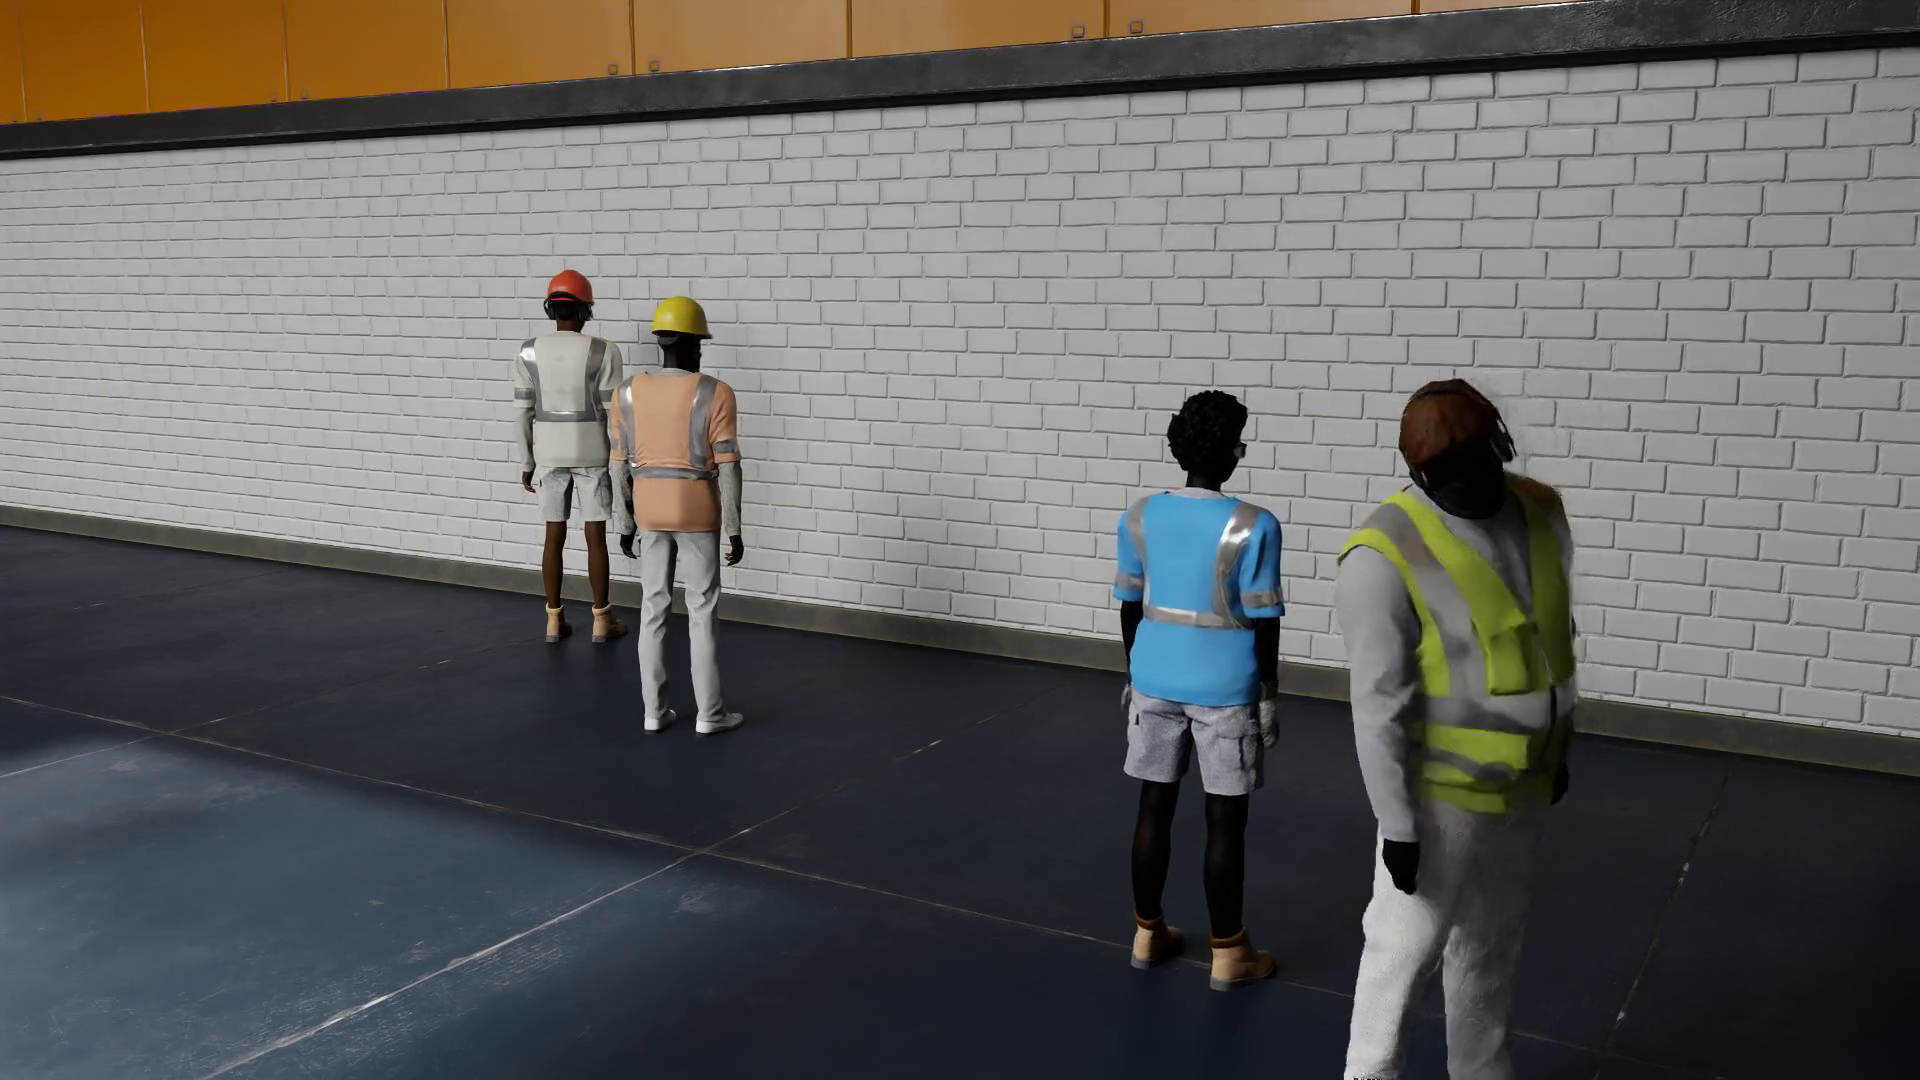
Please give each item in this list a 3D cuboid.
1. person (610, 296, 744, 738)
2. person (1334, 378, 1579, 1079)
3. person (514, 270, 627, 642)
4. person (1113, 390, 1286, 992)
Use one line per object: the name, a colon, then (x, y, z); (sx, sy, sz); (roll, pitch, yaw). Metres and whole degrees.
person: (-1.223, -0.098, 7.296); (0.593, 1.922, 0.383); (2, 9, 14)
person: (1.142, 0.541, 3.711); (0.699, 1.806, 0.433); (-6, 11, -32)
person: (-2.114, -0.452, 9.139); (0.615, 2.040, 0.381); (1, 9, 4)
person: (0.675, 0.423, 4.746); (0.560, 1.695, 0.319); (7, 12, 38)
